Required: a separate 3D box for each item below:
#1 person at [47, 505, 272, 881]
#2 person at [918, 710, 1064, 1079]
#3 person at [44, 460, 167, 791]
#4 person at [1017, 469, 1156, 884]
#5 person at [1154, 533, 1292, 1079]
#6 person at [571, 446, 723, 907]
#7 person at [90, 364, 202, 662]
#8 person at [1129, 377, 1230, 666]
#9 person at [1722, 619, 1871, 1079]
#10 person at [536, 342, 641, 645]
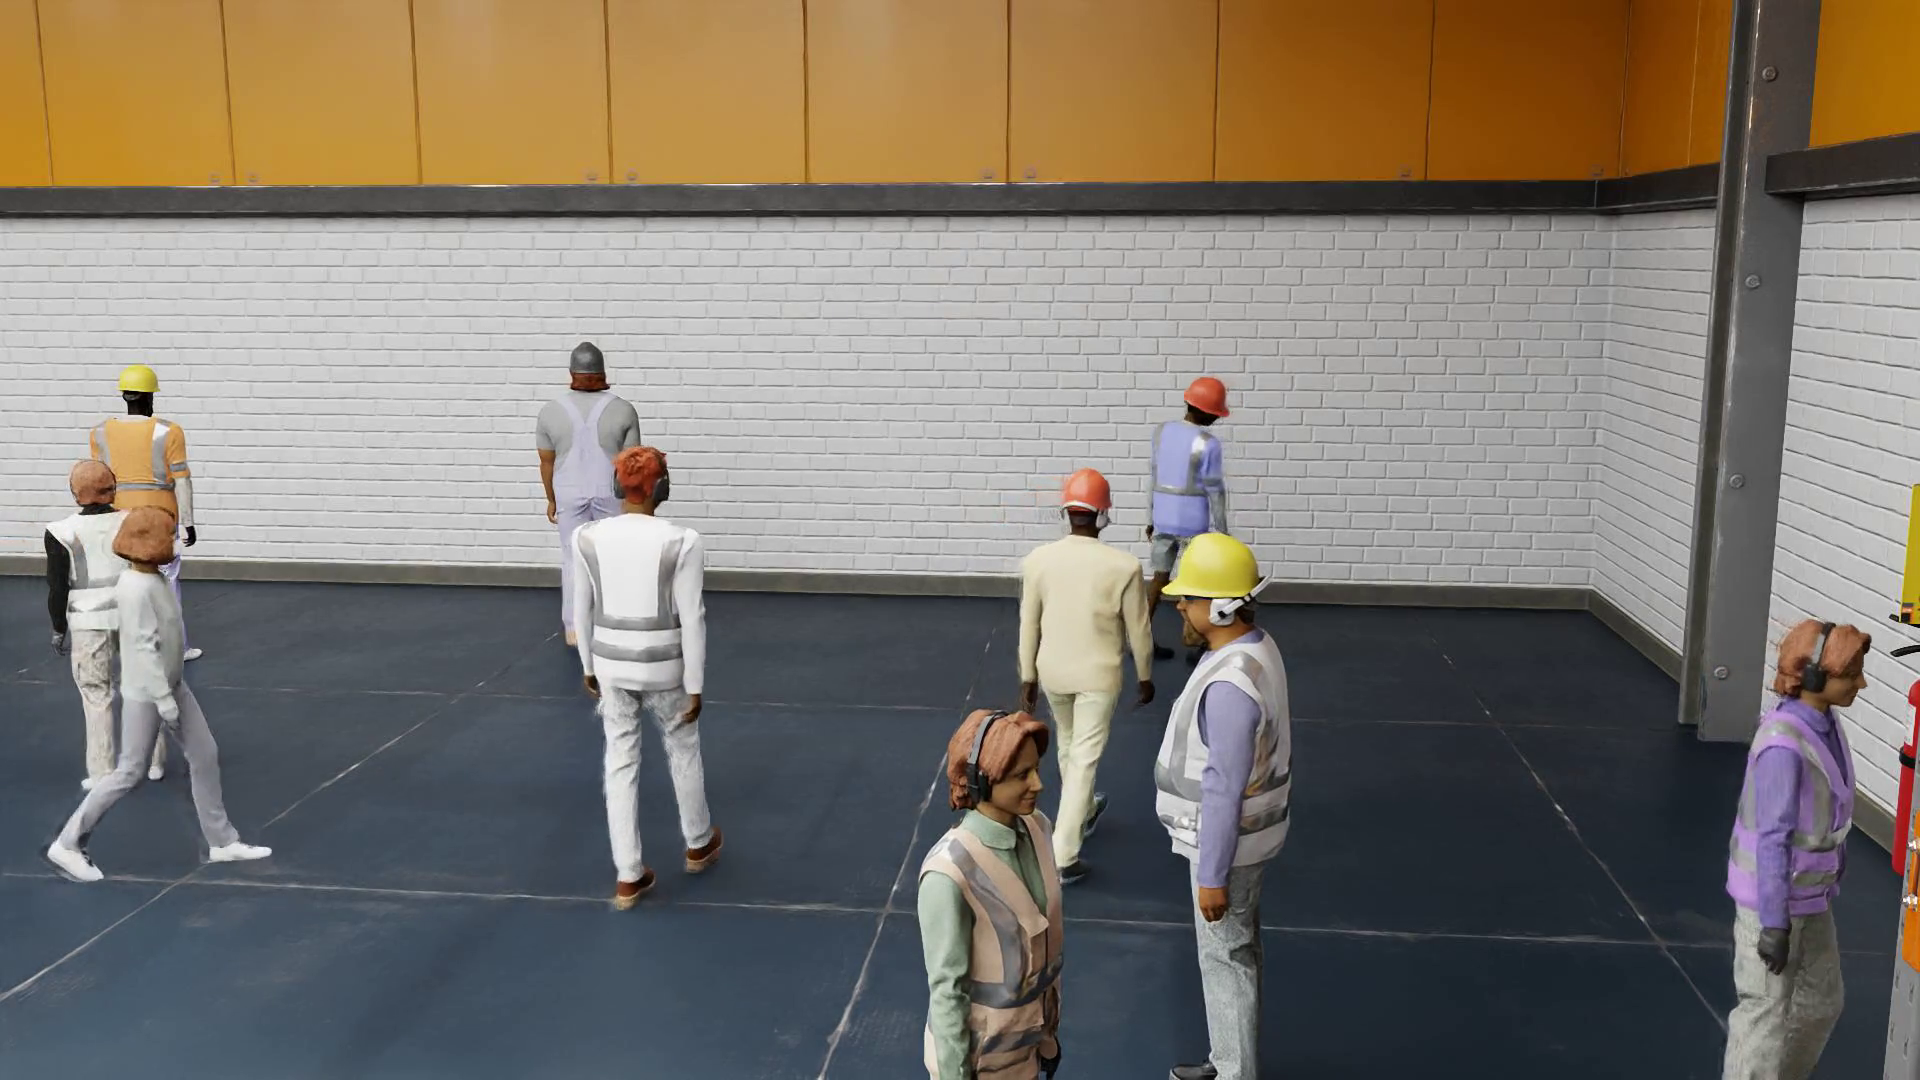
[{"bbox_3d":[-3.445,0.639,7.011,0.819,1.597,0.498,-2,10,-9],"label":"person"},{"bbox_3d":[0.074,1.182,3.792,0.308,1.641,0.514,5,11,26],"label":"person"},{"bbox_3d":[-4.175,0.422,8.151,0.521,1.636,0.311,-10,14,-44],"label":"person"},{"bbox_3d":[0.564,0.552,7.163,0.560,1.711,0.885,6,11,30],"label":"person"},{"bbox_3d":[0.785,0.881,5.007,0.404,1.824,0.585,3,10,16],"label":"person"},{"bbox_3d":[-1.289,0.521,6.925,0.598,1.860,0.769,1,10,6],"label":"person"},{"bbox_3d":[-5.180,-0.151,10.601,0.594,1.926,0.366,-1,10,-5],"label":"person"},{"bbox_3d":[1.409,-0.108,10.483,0.599,1.890,0.379,9,13,42],"label":"person"},{"bbox_3d":[2.360,1.021,4.733,0.342,1.633,0.552,8,13,40],"label":"person"},{"bbox_3d":[-2.462,-0.311,11.192,0.683,2.000,0.537,-1,10,-4],"label":"person"}]
